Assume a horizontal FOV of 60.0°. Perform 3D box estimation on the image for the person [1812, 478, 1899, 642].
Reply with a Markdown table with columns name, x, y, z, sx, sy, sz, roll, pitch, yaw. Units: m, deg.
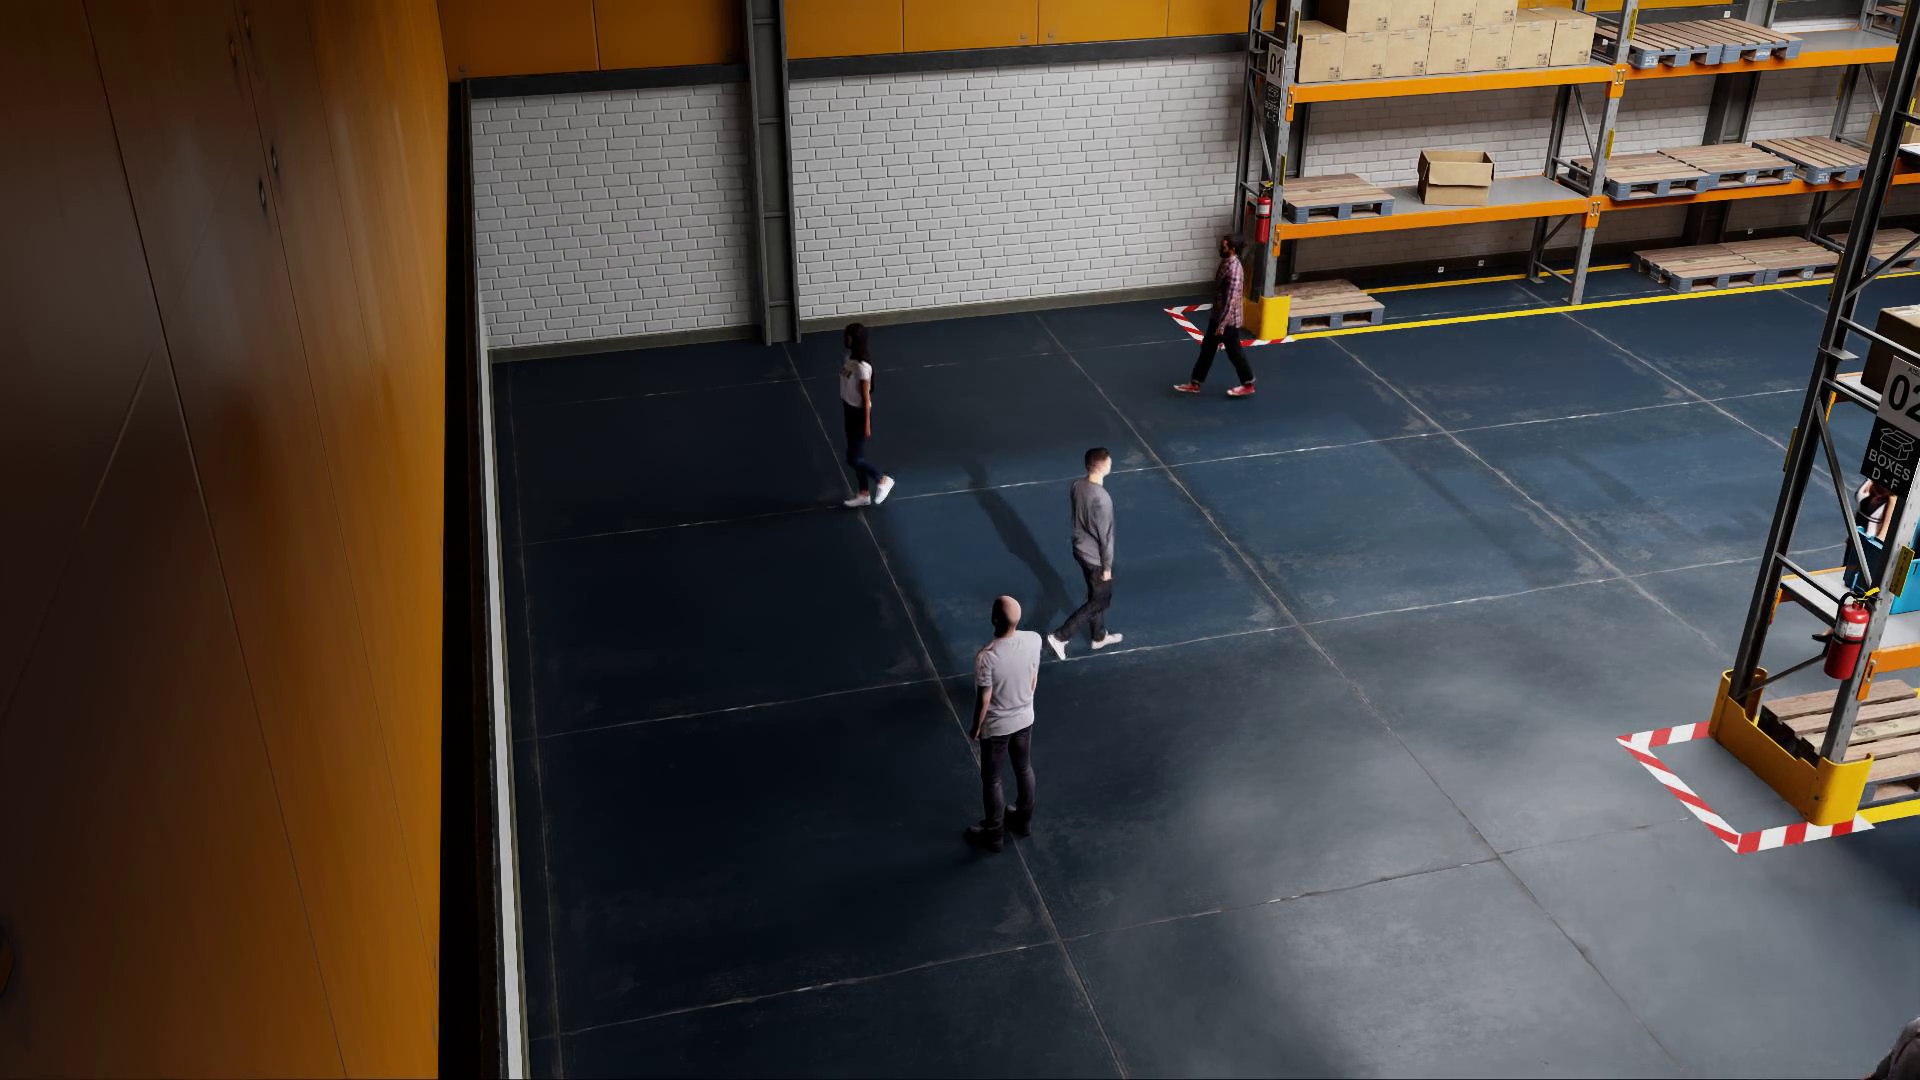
| name | x | y | z | sx | sy | sz | roll | pitch | yaw |
| --- | --- | --- | --- | --- | --- | --- | --- | --- | --- |
| person | 6.879 | 0.053 | 12.640 | 0.607 | 1.797 | 0.641 | 3 | 29 | 6 |

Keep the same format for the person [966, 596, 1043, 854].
| name | x | y | z | sx | sy | sz | roll | pitch | yaw |
| --- | --- | --- | --- | --- | --- | --- | --- | --- | --- |
| person | 0.291 | 1.153 | 10.587 | 0.670 | 1.832 | 0.802 | -21 | 35 | -33 |

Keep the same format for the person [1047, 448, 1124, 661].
| name | x | y | z | sx | sy | sz | roll | pitch | yaw |
| --- | --- | --- | --- | --- | --- | --- | --- | --- | --- |
| person | 0.944 | 0.133 | 12.550 | 1.040 | 1.742 | 0.782 | -16 | 32 | -27 |

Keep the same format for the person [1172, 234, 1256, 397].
| name | x | y | z | sx | sy | sz | roll | pitch | yaw |
| --- | --- | --- | --- | --- | --- | --- | --- | --- | --- |
| person | 2.787 | -2.247 | 16.938 | 1.134 | 1.719 | 0.830 | -2 | 29 | -4 |

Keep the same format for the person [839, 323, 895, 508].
| name | x | y | z | sx | sy | sz | roll | pitch | yaw |
| --- | --- | --- | --- | --- | --- | --- | --- | --- | --- |
| person | -0.821 | -1.092 | 14.772 | 0.719 | 1.766 | 0.640 | -11 | 30 | -19 |
